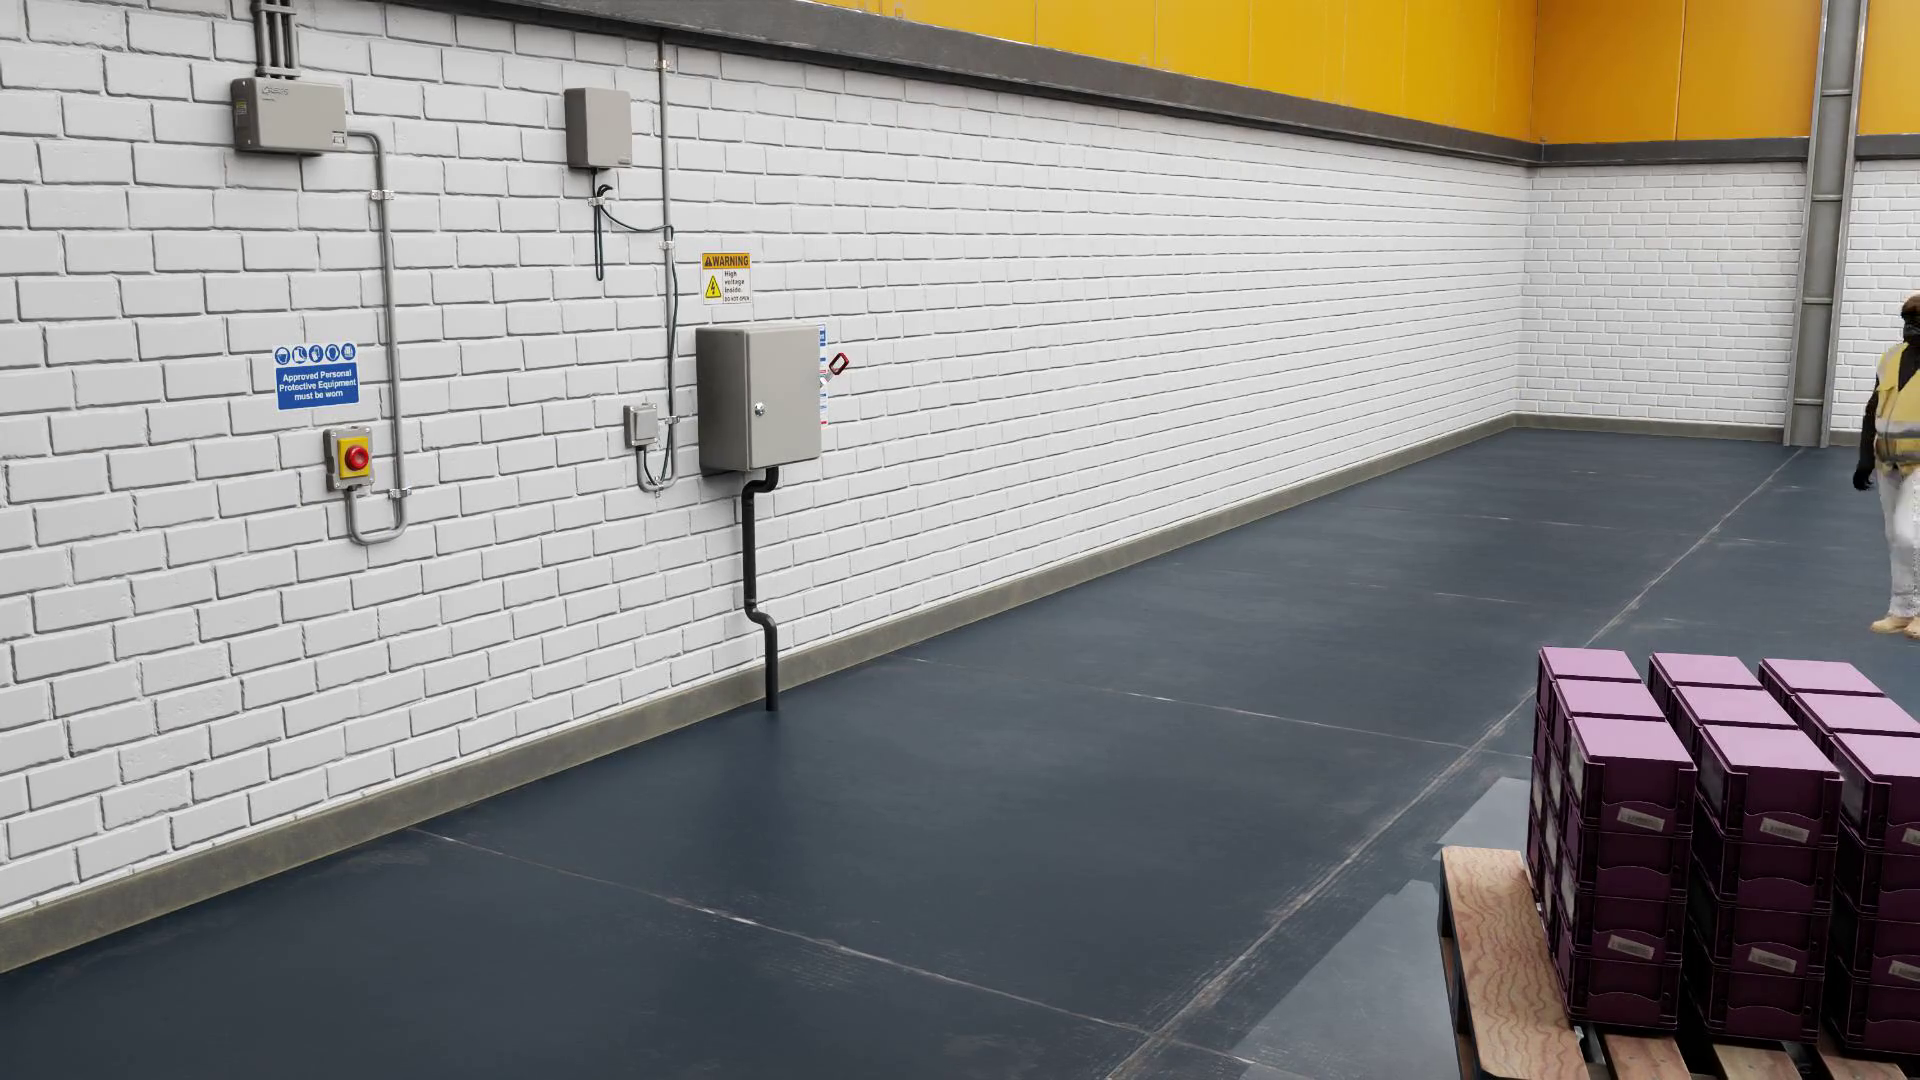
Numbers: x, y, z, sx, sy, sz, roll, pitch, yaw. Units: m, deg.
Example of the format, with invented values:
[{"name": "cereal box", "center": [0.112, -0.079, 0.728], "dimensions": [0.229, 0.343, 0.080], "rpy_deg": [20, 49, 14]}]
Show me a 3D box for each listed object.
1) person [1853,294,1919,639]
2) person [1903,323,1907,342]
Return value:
[{"name": "person", "center": [5.035, -0.381, 8.777], "dimensions": [0.446, 1.829, 0.623], "rpy_deg": [-2, 11, -13]}, {"name": "person", "center": [8.823, -1.581, 15.032], "dimensions": [0.607, 1.966, 0.366], "rpy_deg": [4, 11, 19]}]
